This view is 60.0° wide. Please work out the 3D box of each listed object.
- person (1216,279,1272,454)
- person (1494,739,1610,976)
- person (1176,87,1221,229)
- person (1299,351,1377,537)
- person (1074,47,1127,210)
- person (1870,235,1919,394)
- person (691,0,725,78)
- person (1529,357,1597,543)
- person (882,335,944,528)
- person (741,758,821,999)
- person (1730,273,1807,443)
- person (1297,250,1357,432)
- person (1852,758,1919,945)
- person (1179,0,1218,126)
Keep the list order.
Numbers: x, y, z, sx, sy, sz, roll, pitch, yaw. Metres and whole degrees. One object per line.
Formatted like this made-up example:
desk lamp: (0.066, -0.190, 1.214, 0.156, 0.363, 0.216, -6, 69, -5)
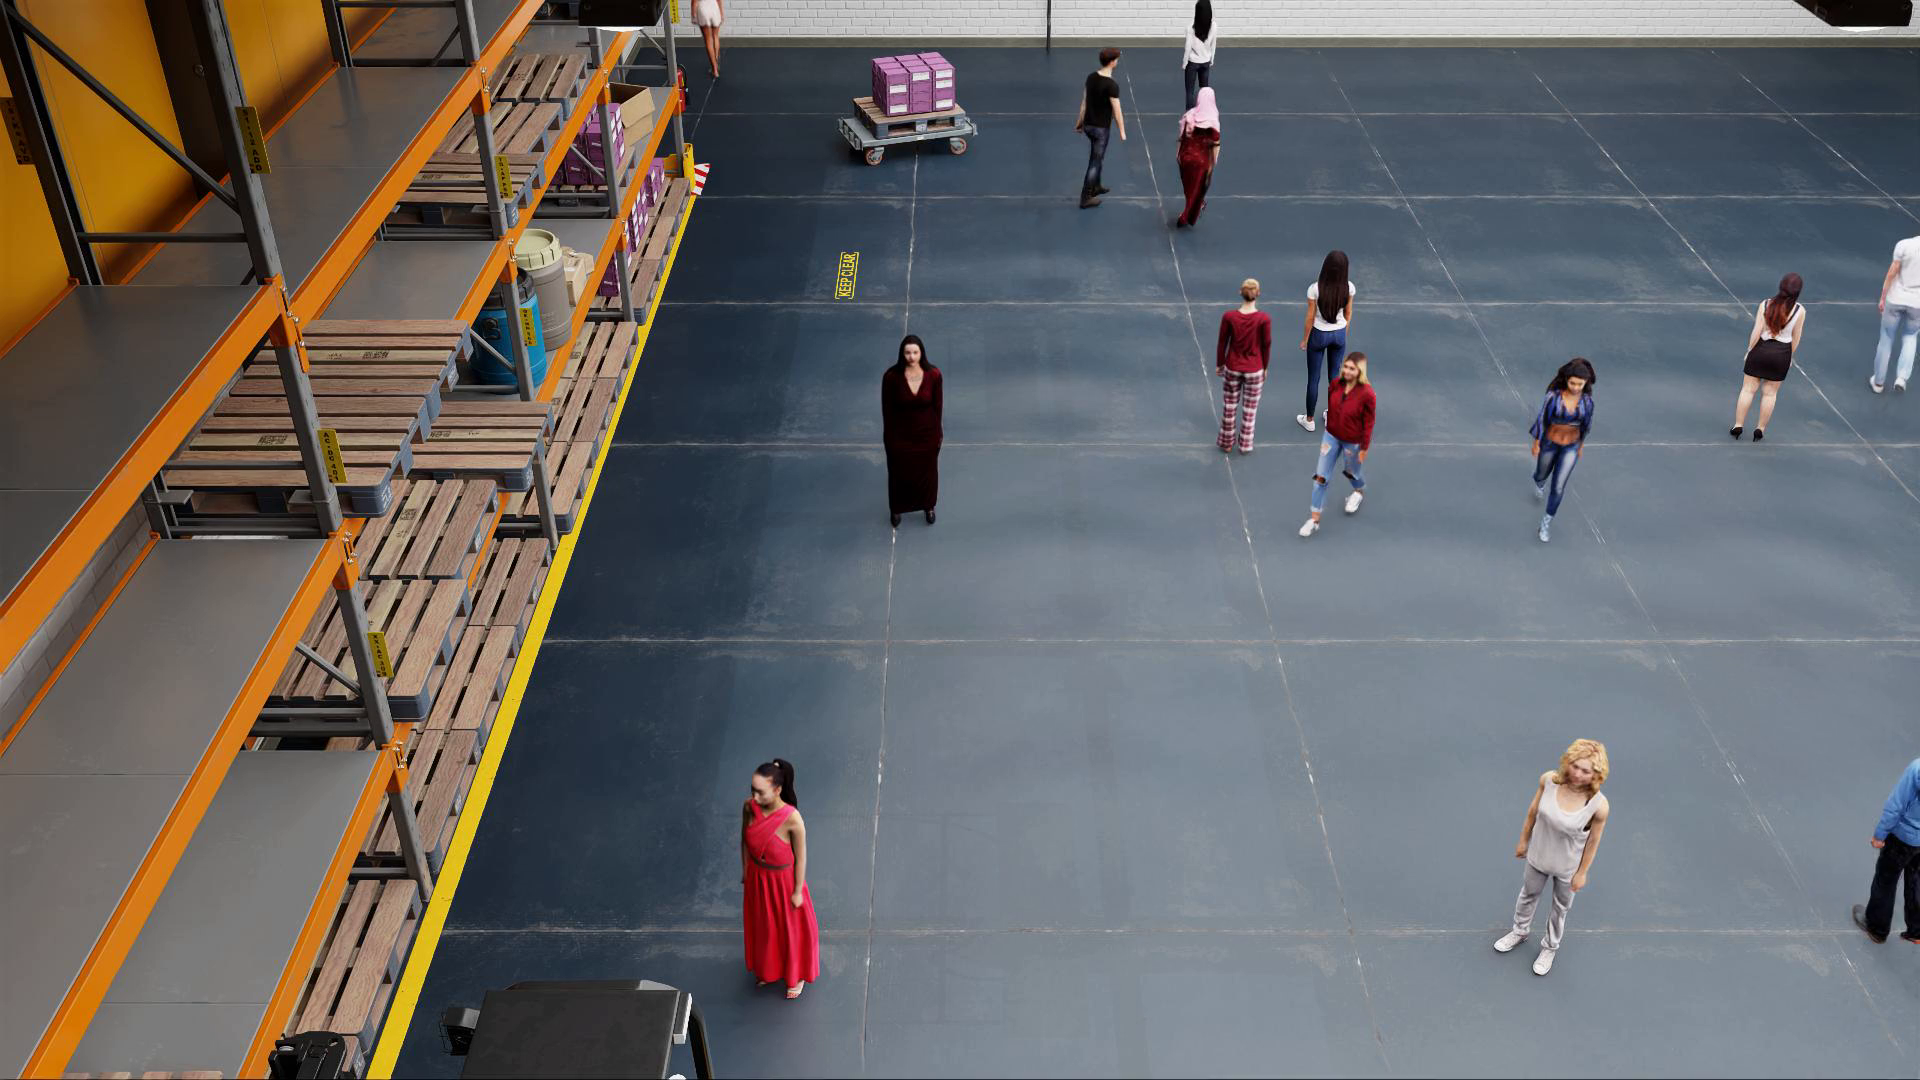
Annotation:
person: (2.536, -1.552, 14.838, 0.657, 1.705, 0.581, 8, 34, 12)
person: (3.517, 1.837, 9.770, 0.670, 1.670, 0.728, 28, 43, 36)
person: (2.687, -4.350, 19.156, 0.913, 1.585, 1.034, 19, 38, 26)
person: (3.255, -0.843, 13.873, 1.040, 1.593, 1.149, 25, 41, 32)
person: (1.552, -4.838, 19.632, 1.030, 1.870, 0.972, -22, 39, -29)
person: (8.928, -2.196, 15.684, 0.760, 1.840, 0.824, 12, 35, 17)
person: (-3.571, -7.465, 23.755, 0.804, 1.682, 0.936, -14, 36, -21)
person: (4.969, -0.805, 13.817, 0.783, 1.592, 1.075, 8, 34, 11)
person: (-0.396, -0.910, 13.826, 0.691, 1.757, 0.641, -5, 34, -7)
person: (-1.055, 1.948, 9.552, 0.706, 1.728, 0.719, 16, 37, 23)
person: (7.315, -1.651, 15.038, 0.616, 1.648, 0.614, 12, 35, 17)
person: (3.352, -1.820, 15.178, 0.612, 1.774, 0.546, -4, 34, -6)
person: (5.712, 1.743, 9.787, 0.744, 1.808, 0.792, -5, 34, -7)
person: (3.159, -6.324, 22.024, 0.693, 1.698, 0.685, -13, 36, -19)
